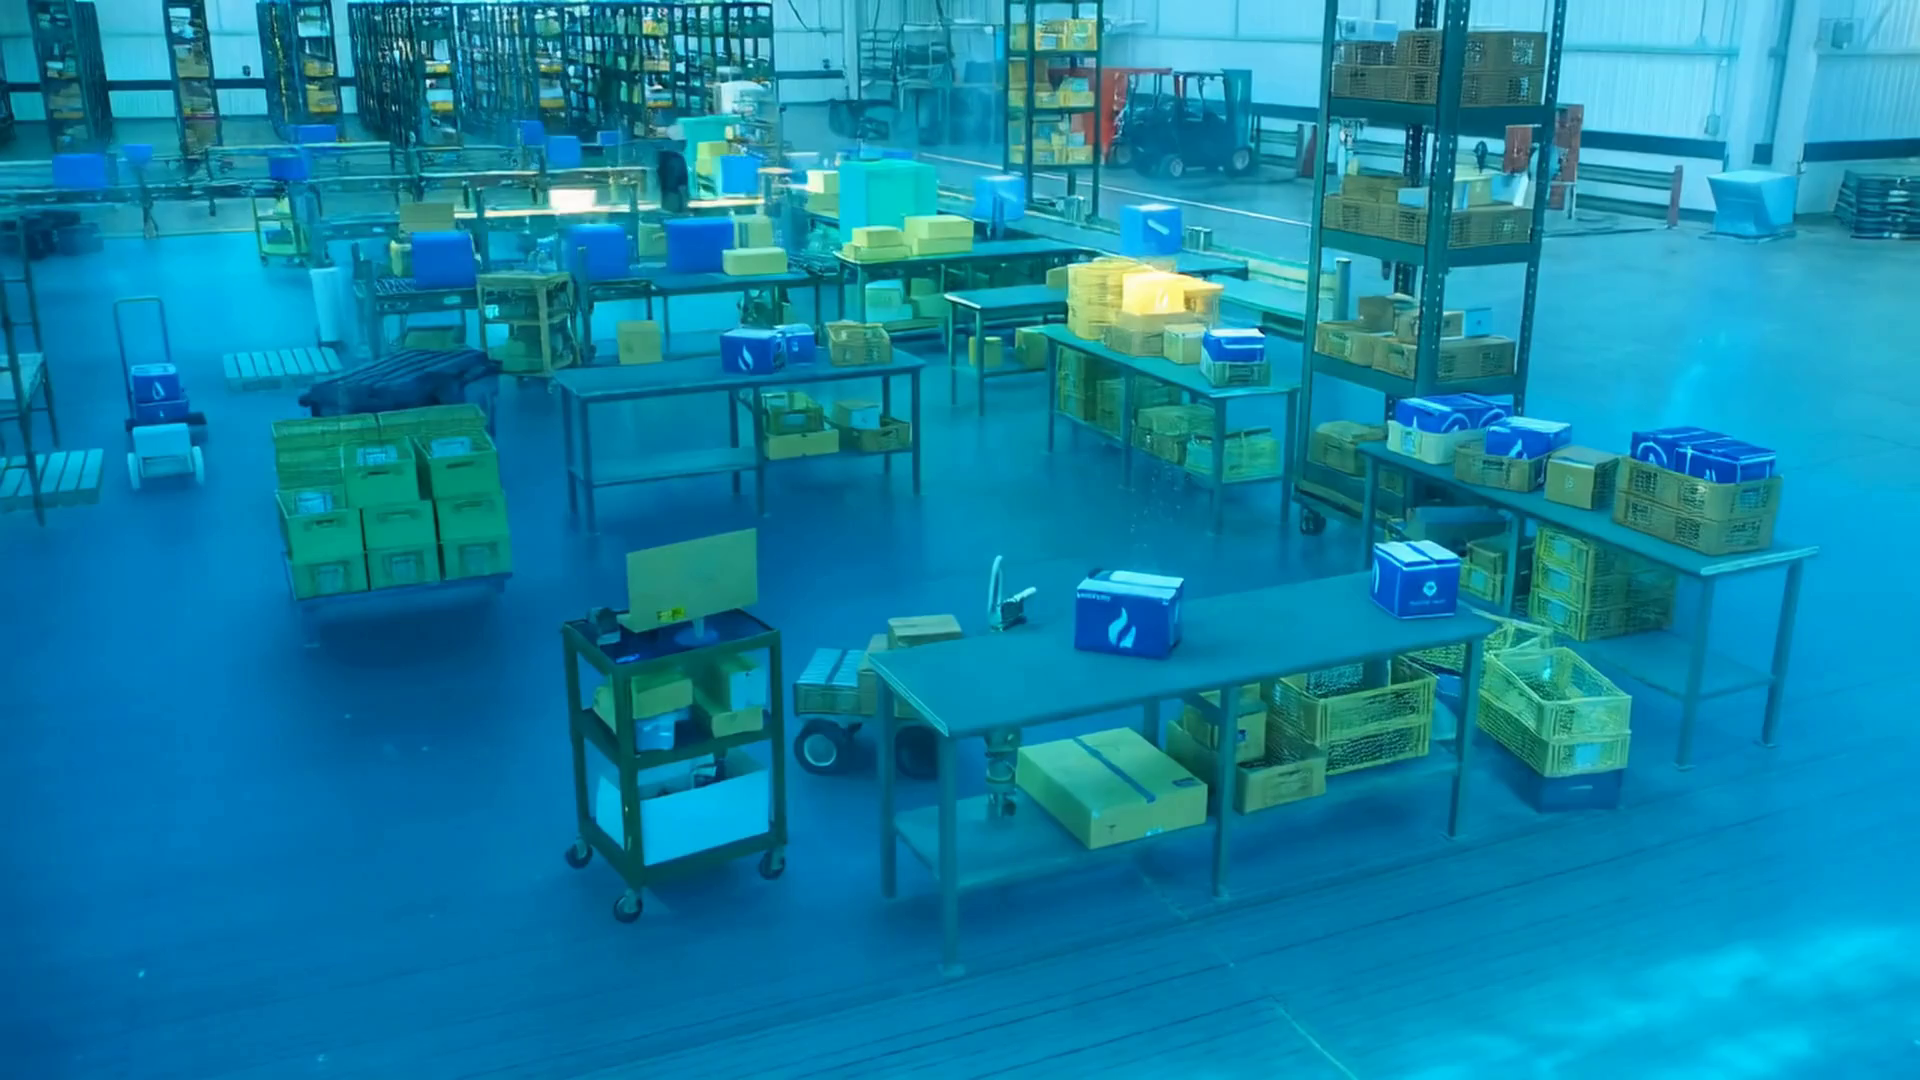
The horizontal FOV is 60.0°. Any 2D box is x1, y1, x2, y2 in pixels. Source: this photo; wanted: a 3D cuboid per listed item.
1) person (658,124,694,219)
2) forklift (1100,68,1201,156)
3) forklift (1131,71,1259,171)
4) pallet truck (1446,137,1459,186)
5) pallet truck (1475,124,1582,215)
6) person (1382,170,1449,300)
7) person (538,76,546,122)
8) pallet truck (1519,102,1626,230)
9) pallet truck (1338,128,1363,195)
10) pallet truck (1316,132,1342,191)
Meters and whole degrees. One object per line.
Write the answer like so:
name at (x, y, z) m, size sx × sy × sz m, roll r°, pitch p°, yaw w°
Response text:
person at (-3.520, -4.229, 21.043) m, size 0.536 × 2.018 × 0.650 m, roll -13°, pitch 22°, yaw -36°
forklift at (4.082, -9.564, 37.410) m, size 2.680 × 1.987 × 1.157 m, roll -8°, pitch 19°, yaw -23°
forklift at (4.998, -8.936, 35.413) m, size 2.680 × 1.987 × 1.157 m, roll -9°, pitch 20°, yaw -25°
pallet truck at (9.184, -6.485, 29.328) m, size 1.630 × 1.274 × 0.653 m, roll -8°, pitch 19°, yaw -23°
pallet truck at (9.707, -6.455, 28.103) m, size 1.885 × 1.965 × 0.823 m, roll -7°, pitch 19°, yaw -20°
person at (4.634, -2.863, 17.011) m, size 0.677 × 1.861 × 0.807 m, roll -2°, pitch 18°, yaw -8°
person at (-11.557, -12.022, 45.923) m, size 0.509 × 1.824 × 0.706 m, roll -7°, pitch 19°, yaw -20°
pallet truck at (9.972, -6.037, 26.785) m, size 1.885 × 1.965 × 0.823 m, roll -9°, pitch 20°, yaw -25°
pallet truck at (7.845, -7.140, 31.411) m, size 1.522 × 1.261 × 0.704 m, roll -9°, pitch 20°, yaw -25°
pallet truck at (7.723, -7.504, 32.656) m, size 1.601 × 1.201 × 0.680 m, roll -8°, pitch 19°, yaw -23°
